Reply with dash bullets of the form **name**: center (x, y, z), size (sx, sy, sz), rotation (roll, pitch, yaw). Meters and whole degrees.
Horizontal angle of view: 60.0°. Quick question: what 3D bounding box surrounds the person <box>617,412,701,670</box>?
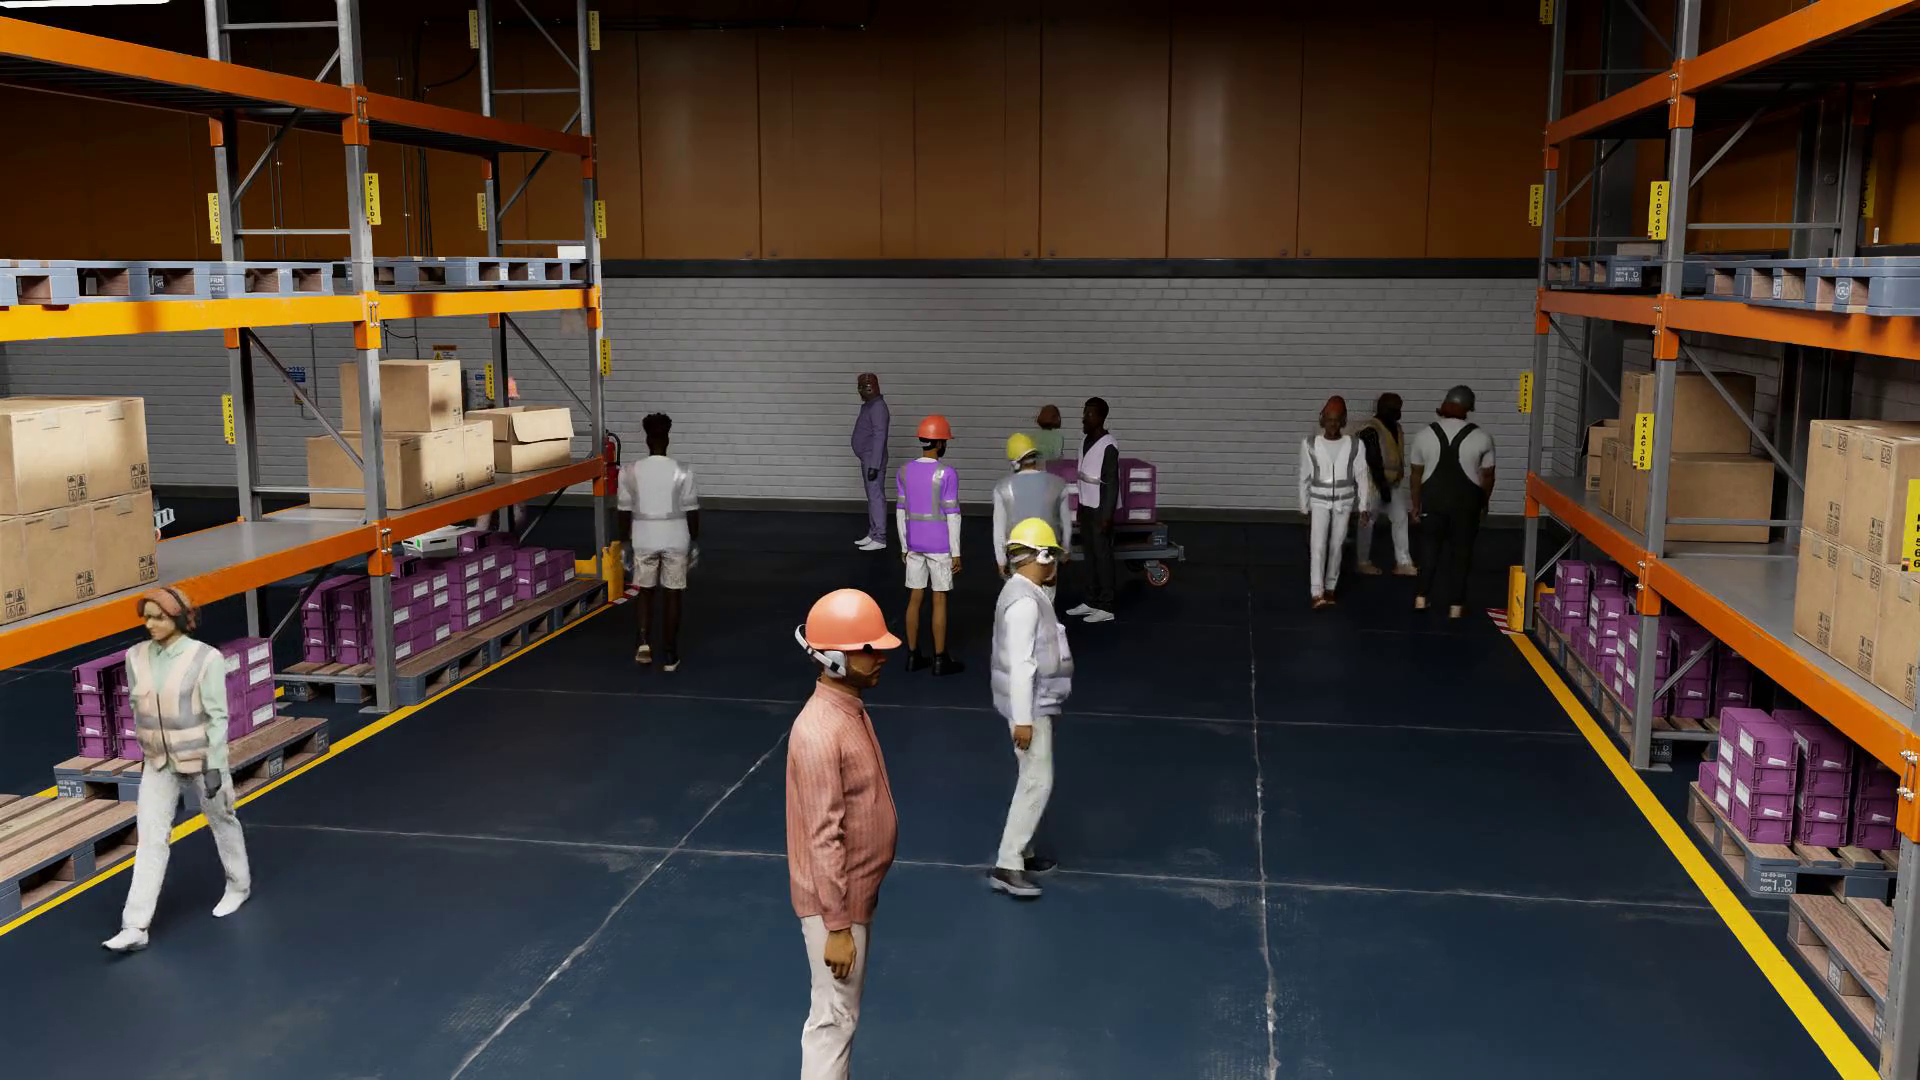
- **person**: center (-2.235, 0.021, 12.415), size (0.602, 1.952, 0.434), rotation (0, 9, 0)

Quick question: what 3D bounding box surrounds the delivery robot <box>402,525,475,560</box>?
- **delivery robot**: center (-5.150, 0.010, 16.466), size (0.477, 0.478, 0.707), rotation (8, 12, 41)

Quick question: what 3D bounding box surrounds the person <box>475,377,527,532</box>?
- **person**: center (-4.567, -0.628, 16.338), size (0.743, 1.960, 0.505), rotation (8, 12, 39)

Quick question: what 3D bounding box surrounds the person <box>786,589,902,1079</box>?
- **person**: center (-0.370, 1.138, 5.369), size (0.379, 1.995, 0.612), rotation (0, 9, 2)

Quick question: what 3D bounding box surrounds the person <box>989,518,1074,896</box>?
- **person**: center (0.349, 0.803, 8.107), size (0.404, 1.775, 0.699), rotation (1, 9, 5)

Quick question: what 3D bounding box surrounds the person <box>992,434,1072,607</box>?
- **person**: center (0.541, 0.081, 12.580), size (0.600, 1.761, 0.974), rotation (0, 9, 0)

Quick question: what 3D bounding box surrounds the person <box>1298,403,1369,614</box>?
- **person**: center (3.283, -0.282, 14.632), size (0.591, 1.822, 0.997), rotation (1, 9, 8)

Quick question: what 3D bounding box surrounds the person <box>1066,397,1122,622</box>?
- **person**: center (1.170, -0.265, 14.248), size (0.385, 1.921, 0.596), rotation (-3, 10, -20)

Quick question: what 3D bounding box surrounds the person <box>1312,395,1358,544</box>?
- **person**: center (4.100, -0.768, 18.238), size (0.507, 1.631, 0.267), rotation (3, 10, 16)

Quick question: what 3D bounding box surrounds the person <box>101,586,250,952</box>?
- **person**: center (-3.498, 0.999, 7.439), size (0.538, 1.585, 0.851), rotation (2, 9, 11)

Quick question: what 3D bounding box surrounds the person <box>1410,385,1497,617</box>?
- **person**: center (4.273, -0.351, 14.411), size (0.707, 2.000, 0.550), rotation (4, 10, 25)

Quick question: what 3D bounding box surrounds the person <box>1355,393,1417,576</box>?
- **person**: center (4.192, -0.522, 16.180), size (0.633, 1.809, 0.796), rotation (-8, 12, -42)

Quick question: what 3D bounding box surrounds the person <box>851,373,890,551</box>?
- **person**: center (-0.961, -0.840, 17.862), size (0.407, 1.902, 0.639), rotation (-1, 9, -8)

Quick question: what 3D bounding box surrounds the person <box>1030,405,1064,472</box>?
- **person**: center (0.947, -0.603, 17.289), size (0.703, 1.596, 0.523), rotation (-8, 12, -40)

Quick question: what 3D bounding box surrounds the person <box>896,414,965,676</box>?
- **person**: center (-0.204, 0.035, 12.352), size (0.552, 1.935, 0.374), rotation (7, 11, 36)
